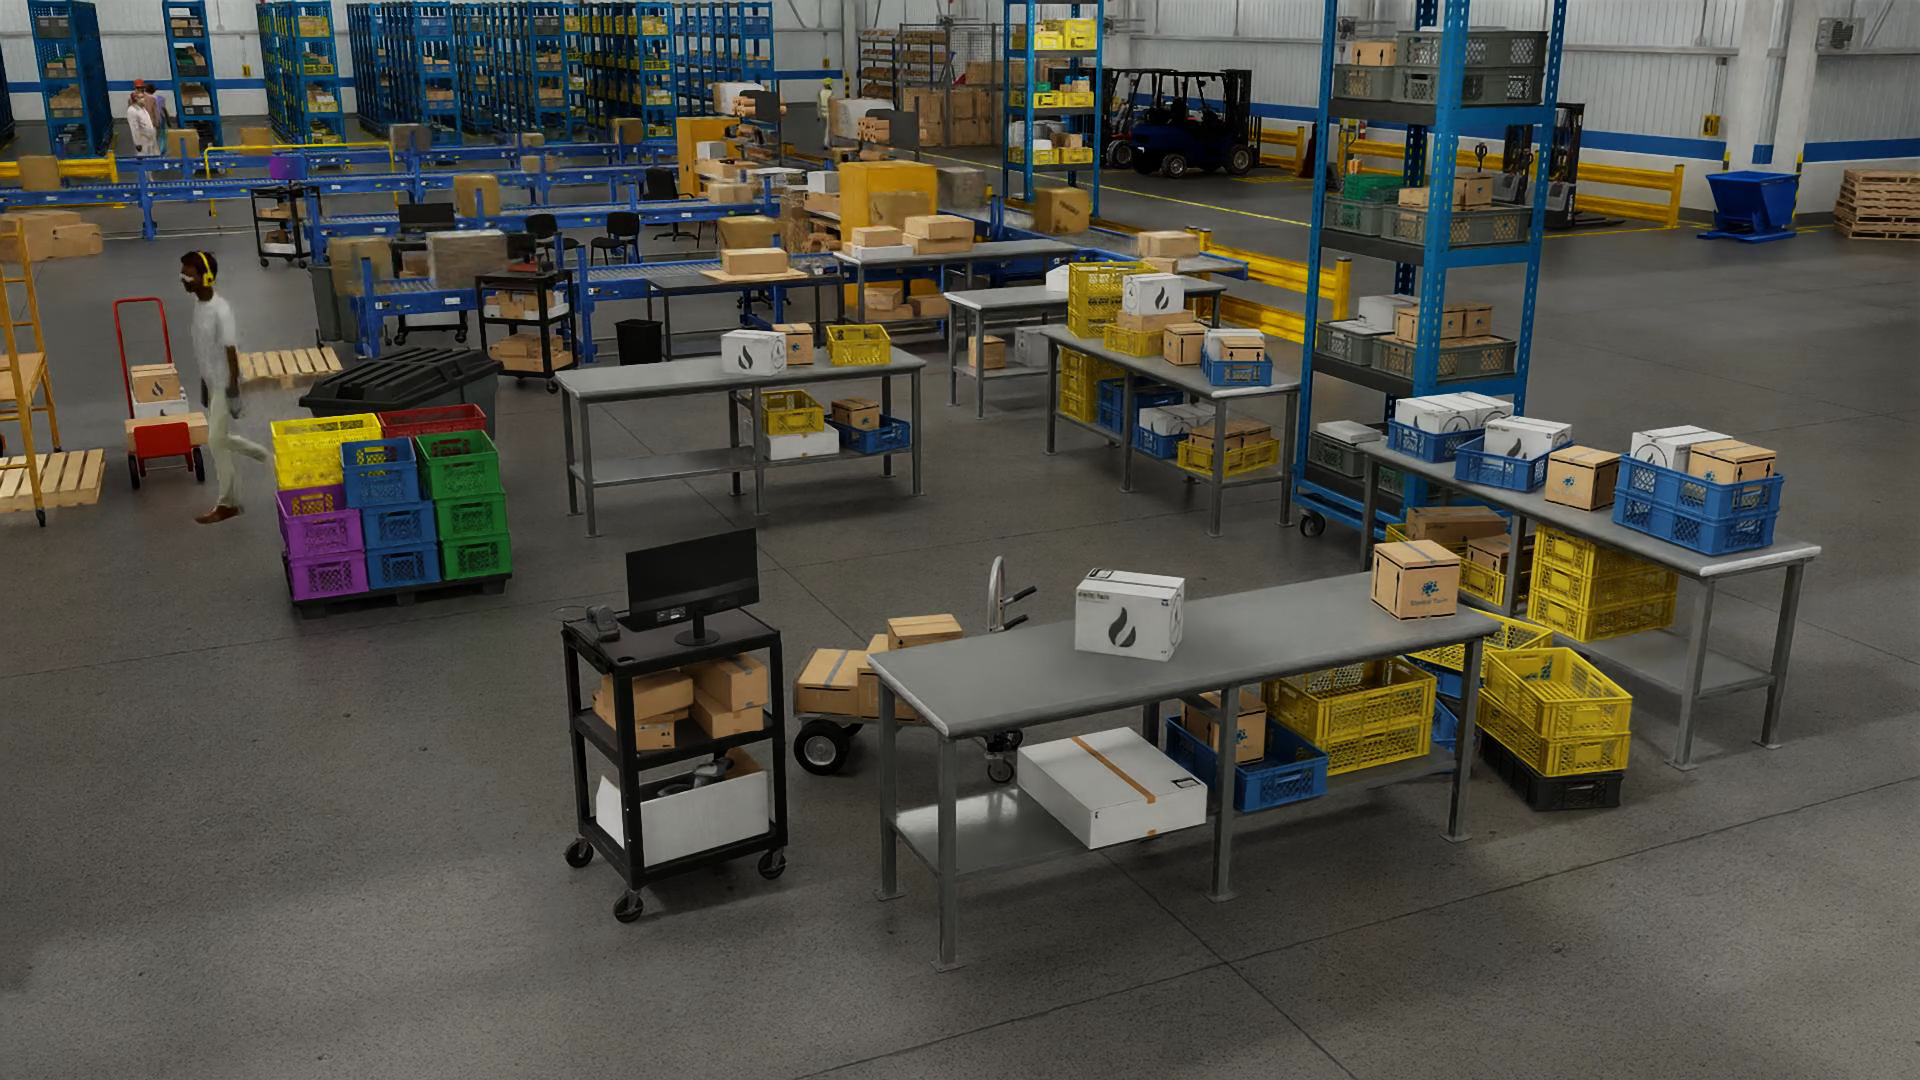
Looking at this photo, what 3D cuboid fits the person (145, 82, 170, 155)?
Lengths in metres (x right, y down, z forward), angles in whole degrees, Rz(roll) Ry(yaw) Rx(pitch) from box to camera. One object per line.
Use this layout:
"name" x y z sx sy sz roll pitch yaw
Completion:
"person" -18.535 -9.601 38.299 0.589 1.825 0.740 -7 19 -20

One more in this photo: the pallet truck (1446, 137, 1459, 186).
"pallet truck" 9.184 -6.485 29.328 1.630 1.274 0.653 -8 19 -23

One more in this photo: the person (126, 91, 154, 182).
"person" -15.806 -7.717 32.217 0.410 1.913 0.651 -2 18 -5

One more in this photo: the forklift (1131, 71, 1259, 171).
"forklift" 4.998 -8.936 35.413 2.680 1.987 1.157 -9 20 -25

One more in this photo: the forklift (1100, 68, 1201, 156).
"forklift" 4.082 -9.564 37.410 2.680 1.987 1.157 -8 19 -23

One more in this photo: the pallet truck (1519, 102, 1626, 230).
"pallet truck" 9.972 -6.037 26.785 1.885 1.965 0.823 -9 20 -25

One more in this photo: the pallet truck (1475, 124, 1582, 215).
"pallet truck" 9.707 -6.455 28.103 1.885 1.965 0.823 -7 19 -20

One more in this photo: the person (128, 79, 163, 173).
"person" -17.522 -8.890 35.777 0.381 1.994 0.622 16 24 41

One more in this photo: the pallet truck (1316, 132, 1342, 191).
"pallet truck" 7.723 -7.504 32.656 1.601 1.201 0.680 -8 19 -23

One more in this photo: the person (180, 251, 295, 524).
"person" -4.981 -1.060 11.344 0.673 1.853 0.520 -14 22 -36

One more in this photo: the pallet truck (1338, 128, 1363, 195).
"pallet truck" 7.845 -7.140 31.411 1.522 1.261 0.704 -9 20 -25

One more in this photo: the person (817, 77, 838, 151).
"person" -3.316 -10.697 41.797 0.601 1.800 0.893 9 20 26
